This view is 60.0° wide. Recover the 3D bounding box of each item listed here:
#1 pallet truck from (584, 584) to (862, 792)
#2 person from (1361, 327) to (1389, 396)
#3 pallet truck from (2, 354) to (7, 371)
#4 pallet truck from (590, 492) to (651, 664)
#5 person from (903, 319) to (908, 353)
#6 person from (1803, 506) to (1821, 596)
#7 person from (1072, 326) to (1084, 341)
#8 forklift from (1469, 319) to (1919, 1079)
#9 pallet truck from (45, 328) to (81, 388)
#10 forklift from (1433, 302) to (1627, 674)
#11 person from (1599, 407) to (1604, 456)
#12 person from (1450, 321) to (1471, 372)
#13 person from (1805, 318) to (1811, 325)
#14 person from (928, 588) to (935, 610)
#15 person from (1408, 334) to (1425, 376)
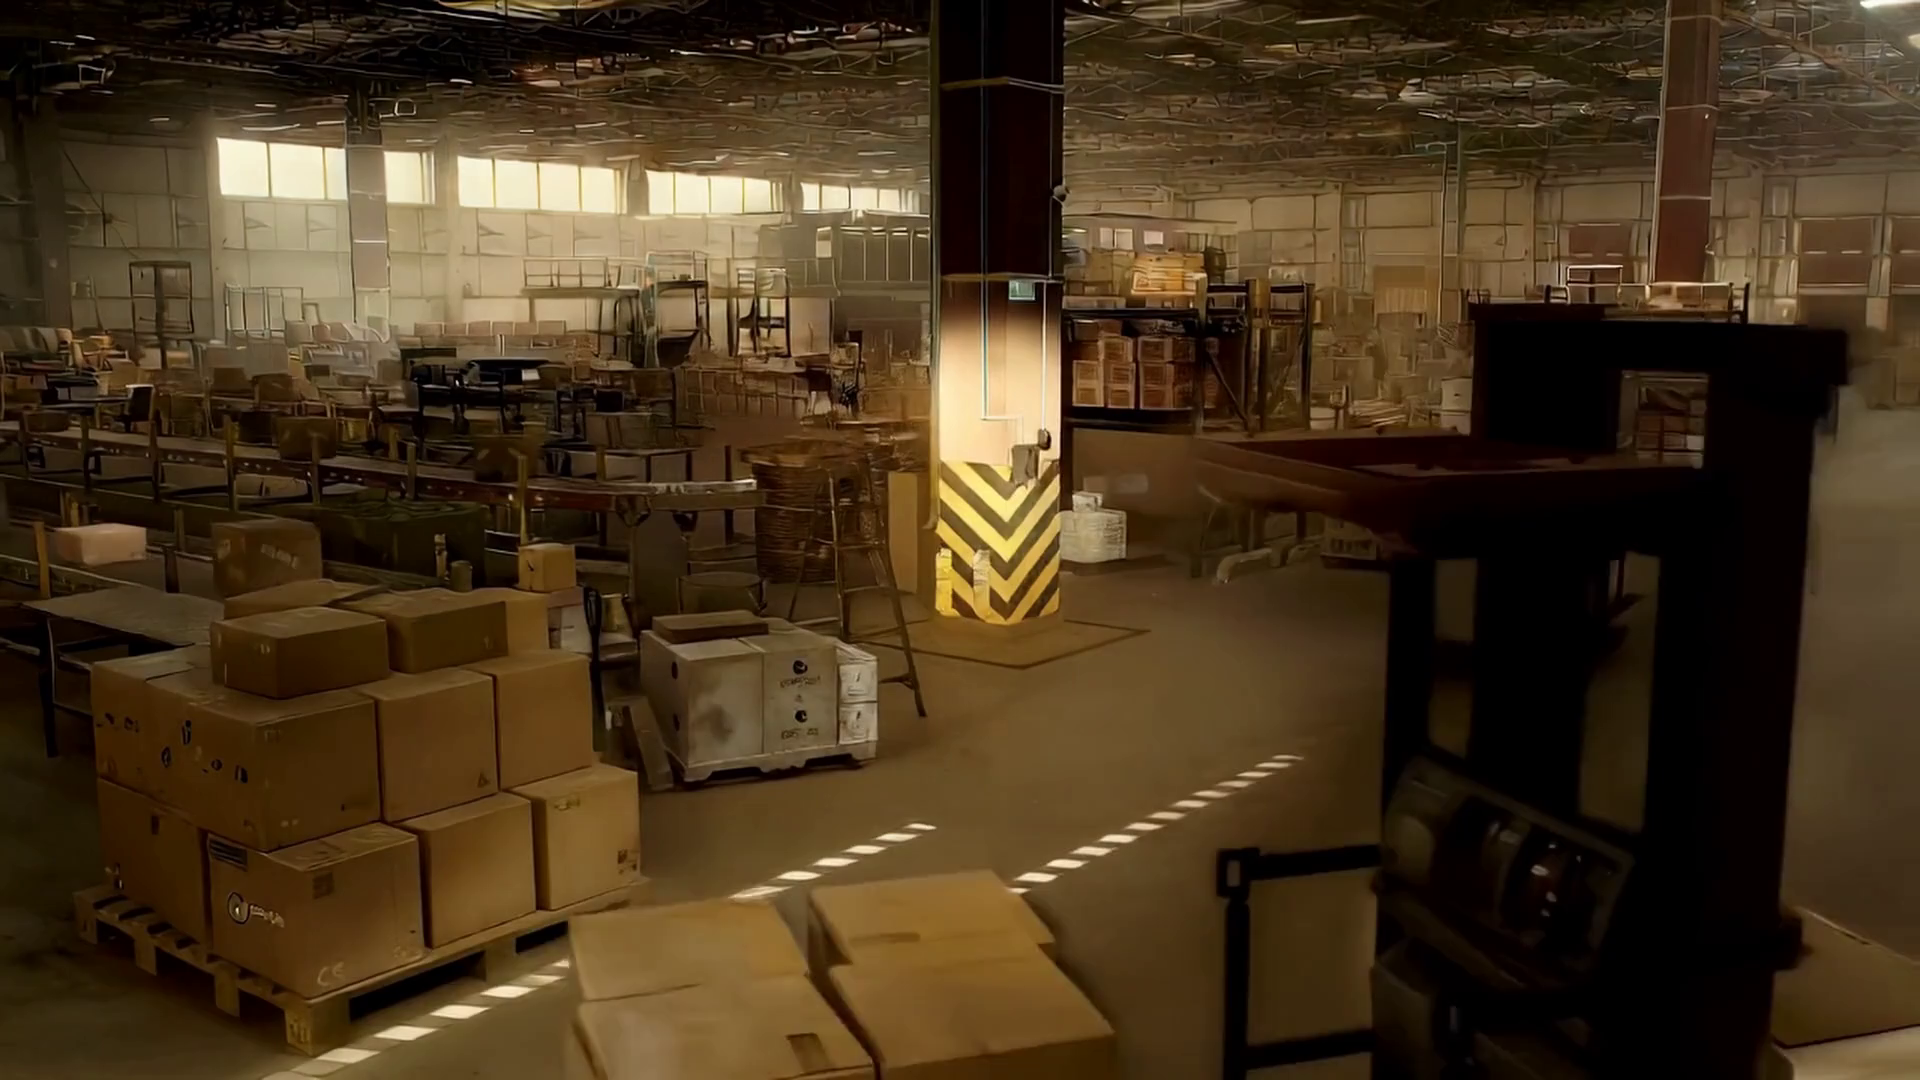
[{"bbox_3d":[-1.426,0.805,10.019,1.601,1.201,0.680,-4,9,-26],"label":"pallet truck"},{"bbox_3d":[10.944,-4.620,43.860,0.702,2.000,0.634,2,9,12],"label":"person"},{"bbox_3d":[-24.881,-4.417,42.634,1.885,1.965,0.823,8,11,41],"label":"pallet truck"},{"bbox_3d":[-3.115,0.344,12.883,0.653,1.274,1.630,7,11,37],"label":"pallet truck"},{"bbox_3d":[-2.391,-9.300,75.869,0.557,1.887,0.673,-1,8,-4],"label":"person"},{"bbox_3d":[6.124,0.264,12.462,0.865,1.585,0.526,-7,11,-38],"label":"person"},{"bbox_3d":[3.796,-5.873,52.947,0.876,1.861,0.589,8,12,43],"label":"person"},{"bbox_3d":[1.716,0.827,4.326,1.873,2.768,1.129,-3,9,-17],"label":"forklift"},{"bbox_3d":[-23.775,-4.544,43.495,1.885,1.965,0.823,6,10,35],"label":"pallet truck"},{"bbox_3d":[4.379,-0.438,12.852,1.129,2.768,1.873,7,11,37],"label":"forklift"},{"bbox_3d":[6.993,-0.747,18.581,0.610,1.783,0.916,7,11,38],"label":"person"},{"bbox_3d":[18.507,-7.147,61.376,0.628,1.903,0.629,2,9,10],"label":"person"},{"bbox_3d":[33.321,-7.754,65.421,0.606,1.908,0.420,0,8,1],"label":"person"},{"bbox_3d":[0.098,-0.131,14.836,0.715,1.666,0.532,-6,10,-35],"label":"person"},{"bbox_3d":[10.968,-3.985,39.935,0.374,1.934,0.549,4,10,28],"label":"person"}]
